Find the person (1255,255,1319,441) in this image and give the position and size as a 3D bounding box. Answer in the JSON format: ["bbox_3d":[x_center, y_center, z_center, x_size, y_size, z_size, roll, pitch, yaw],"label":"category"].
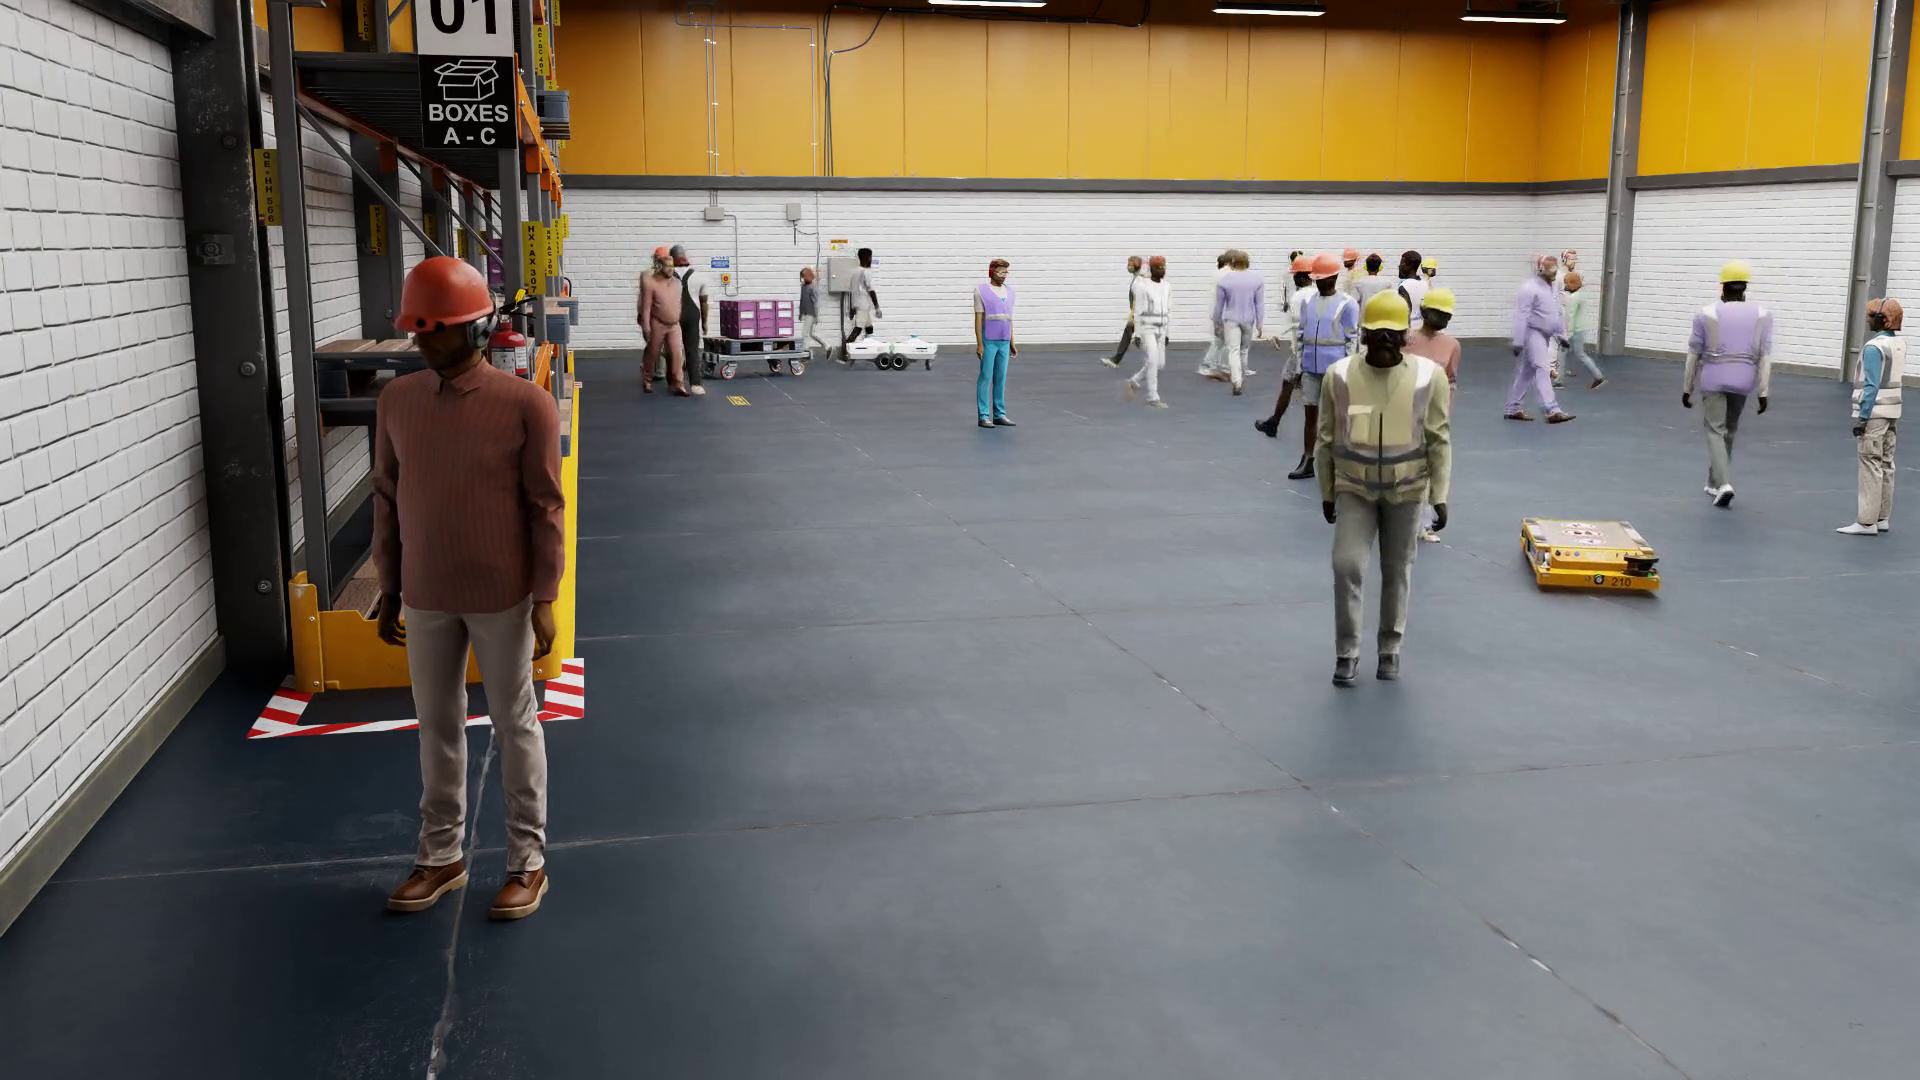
[{"bbox_3d":[3.502,-1.947,16.940,0.565,1.880,1.009,-7,13,-35],"label":"person"}]

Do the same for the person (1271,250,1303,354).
[{"bbox_3d":[5.924,-4.230,29.669,0.551,1.856,0.516,-2,10,-12],"label":"person"}]

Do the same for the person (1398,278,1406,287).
[{"bbox_3d":[7.568,-3.872,28.134,0.317,1.693,0.539,-1,10,-7],"label":"person"}]

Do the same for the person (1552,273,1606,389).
[{"bbox_3d":[8.484,-2.861,22.779,0.753,1.598,0.500,2,11,13],"label":"person"}]

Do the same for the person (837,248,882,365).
[{"bbox_3d":[-1.619,-3.803,27.137,0.991,1.924,0.609,-5,11,-25],"label":"person"}]

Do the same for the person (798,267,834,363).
[{"bbox_3d":[-2.437,-3.744,27.678,0.707,1.601,0.549,-5,12,-27],"label":"person"}]

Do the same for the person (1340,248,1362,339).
[{"bbox_3d":[6.317,-3.825,27.311,0.939,1.889,0.565,-1,10,-4],"label":"person"}]

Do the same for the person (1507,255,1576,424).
[{"bbox_3d":[6.542,-2.227,18.537,0.935,1.862,0.657,9,13,40],"label":"person"}]

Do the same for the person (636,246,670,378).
[{"bbox_3d":[-4.438,-3.346,24.487,0.630,1.953,0.545,5,11,24],"label":"person"}]

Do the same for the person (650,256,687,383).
[{"bbox_3d":[-4.172,-3.121,23.634,0.674,1.810,0.609,2,10,9],"label":"person"}]

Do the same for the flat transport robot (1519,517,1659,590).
[{"bbox_3d":[3.855,0.063,10.260,0.652,0.197,1.431,3,11,14],"label":"flat transport robot"}]

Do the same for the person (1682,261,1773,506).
[{"bbox_3d":[5.957,-1.212,12.910,0.595,1.891,0.965,1,10,6],"label":"person"}]

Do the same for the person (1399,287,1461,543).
[{"bbox_3d":[3.157,-0.888,11.520,0.563,1.722,0.826,-1,10,-5],"label":"person"}]

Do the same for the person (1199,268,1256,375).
[{"bbox_3d":[4.008,-3.307,24.989,0.869,1.699,0.495,1,10,4],"label":"person"}]

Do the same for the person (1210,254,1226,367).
[{"bbox_3d":[4.190,-3.657,26.611,0.715,1.814,0.622,0,10,-2],"label":"person"}]

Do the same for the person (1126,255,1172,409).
[{"bbox_3d":[2.301,-2.543,20.309,0.584,1.868,0.704,-8,13,-38],"label":"person"}]

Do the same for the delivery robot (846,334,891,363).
[{"bbox_3d":[-1.441,-3.003,26.202,0.707,0.478,0.477,-1,10,-6],"label":"delivery robot"}]

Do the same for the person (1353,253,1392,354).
[{"bbox_3d":[5.215,-2.696,21.114,0.515,1.873,0.329,2,10,10],"label":"person"}]

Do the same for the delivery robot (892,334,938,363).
[{"bbox_3d":[-0.708,-2.993,26.146,0.707,0.478,0.477,1,10,4],"label":"delivery robot"}]

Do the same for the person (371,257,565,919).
[{"bbox_3d":[-1.486,0.157,4.991,0.609,1.985,0.392,2,10,12],"label":"person"}]

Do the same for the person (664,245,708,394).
[{"bbox_3d":[-3.695,-2.976,22.193,0.698,2.000,0.868,-3,11,-15],"label":"person"}]

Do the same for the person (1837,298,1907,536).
[{"bbox_3d":[6.338,-0.846,11.505,0.524,1.639,0.306,-9,14,-41],"label":"person"}]

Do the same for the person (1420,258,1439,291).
[{"bbox_3d":[7.088,-3.401,25.326,0.329,1.763,0.523,2,10,9],"label":"person"}]

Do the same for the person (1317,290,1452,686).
[{"bbox_3d":[1.922,-0.221,7.579,0.605,1.810,0.641,3,11,15],"label":"person"}]

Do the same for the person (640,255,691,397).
[{"bbox_3d":[-3.931,-2.825,21.911,0.657,1.853,1.027,-8,13,-38],"label":"person"}]

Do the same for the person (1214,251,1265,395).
[{"bbox_3d":[3.711,-2.886,22.115,0.644,1.900,0.999,0,10,1],"label":"person"}]

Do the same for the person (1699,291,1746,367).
[{"bbox_3d":[8.227,-1.970,17.786,0.539,1.611,0.596,7,12,33],"label":"person"}]

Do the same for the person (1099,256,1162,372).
[{"bbox_3d":[2.691,-3.502,25.811,0.986,1.788,0.506,1,10,6],"label":"person"}]

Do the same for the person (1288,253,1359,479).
[{"bbox_3d":[3.063,-1.448,14.044,0.542,1.928,0.377,9,13,40],"label":"person"}]

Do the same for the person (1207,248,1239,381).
[{"bbox_3d":[3.883,-3.224,23.917,0.654,1.912,0.662,0,10,0],"label":"person"}]

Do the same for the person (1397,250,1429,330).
[{"bbox_3d":[4.986,-2.238,18.442,0.386,1.919,0.596,7,12,34],"label":"person"}]

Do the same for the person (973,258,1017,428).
[{"bbox_3d":[0.378,-2.150,18.180,0.562,1.838,0.390,-9,14,-42],"label":"person"}]

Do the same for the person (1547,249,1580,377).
[{"bbox_3d":[9.009,-3.369,24.772,0.646,1.900,0.403,-8,13,-39],"label":"person"}]
